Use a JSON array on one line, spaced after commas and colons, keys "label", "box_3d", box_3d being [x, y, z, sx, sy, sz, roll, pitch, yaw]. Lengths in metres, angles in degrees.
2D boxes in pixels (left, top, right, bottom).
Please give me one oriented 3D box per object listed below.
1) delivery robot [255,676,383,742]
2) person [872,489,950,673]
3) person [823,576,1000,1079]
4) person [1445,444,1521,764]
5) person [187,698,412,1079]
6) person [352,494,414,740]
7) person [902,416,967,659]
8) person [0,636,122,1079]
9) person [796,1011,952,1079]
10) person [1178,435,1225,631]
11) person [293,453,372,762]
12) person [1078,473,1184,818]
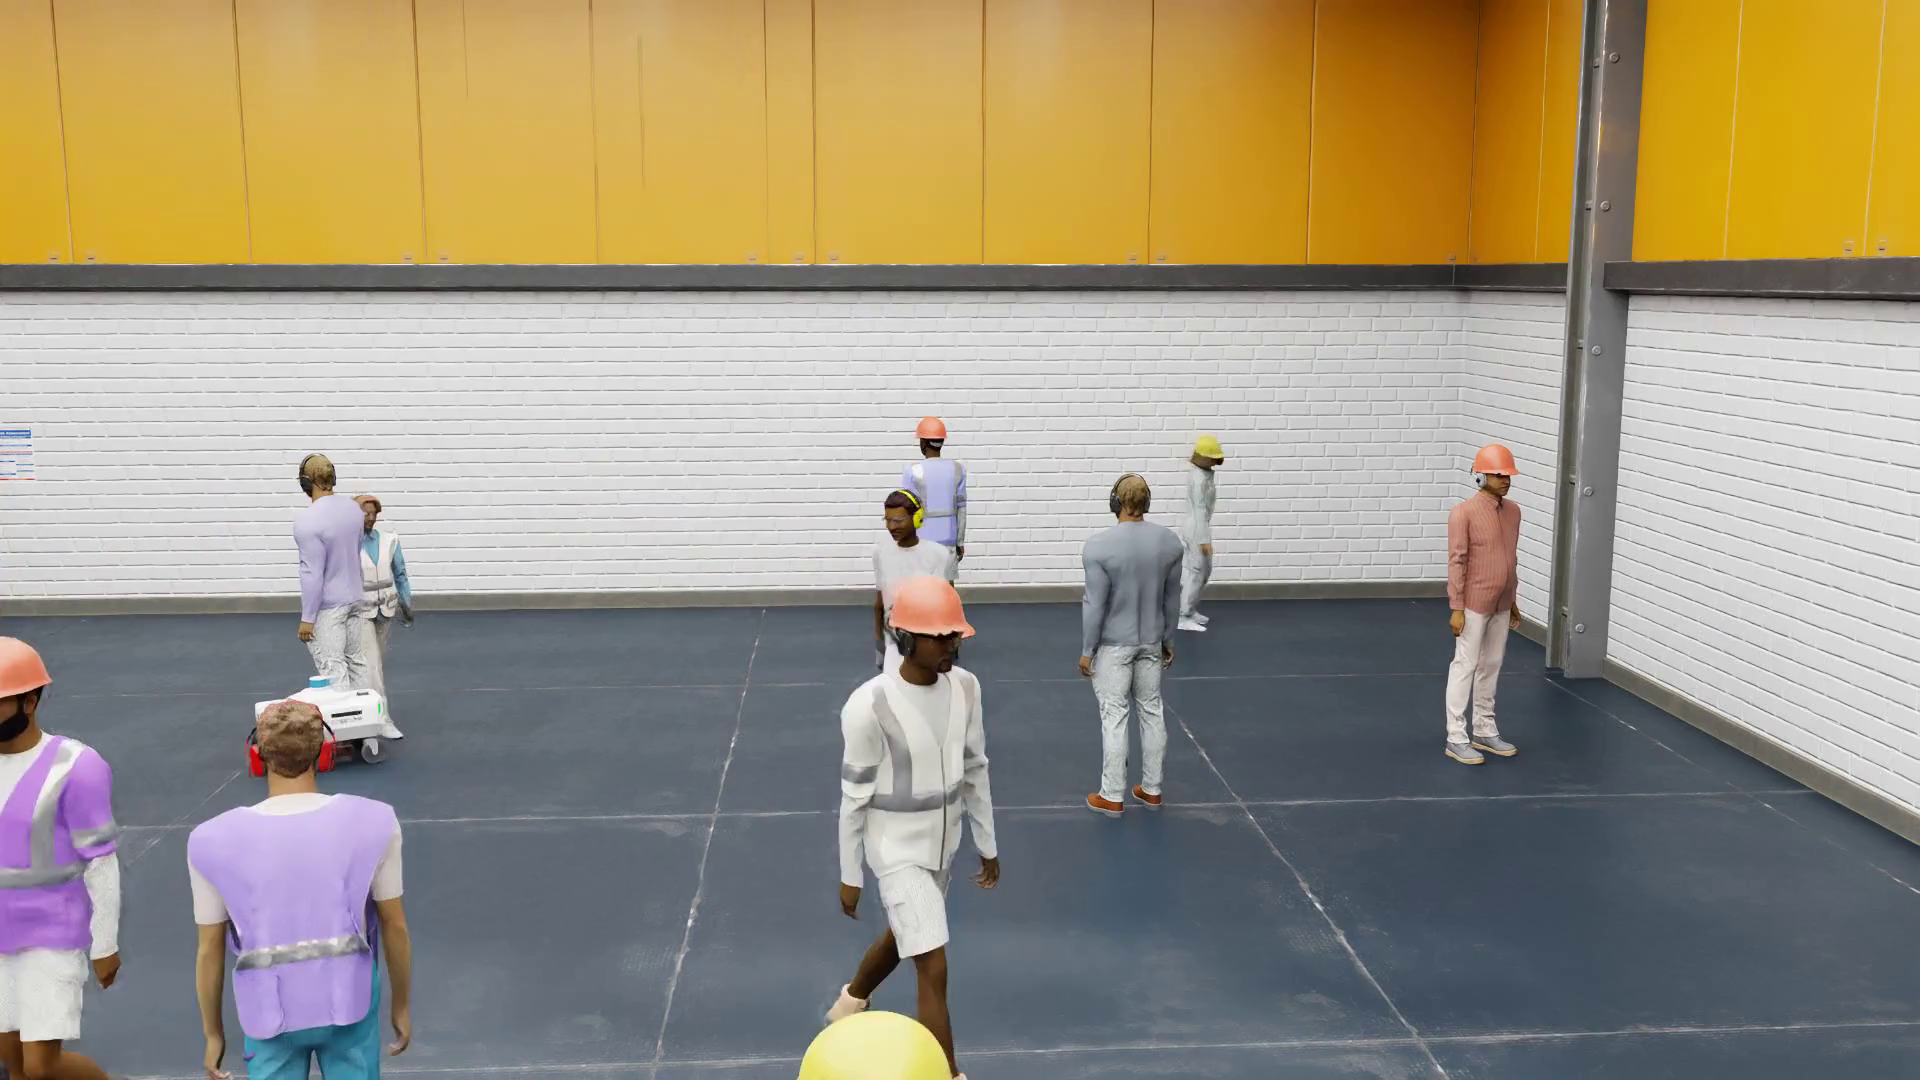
[{"label": "delivery robot", "box_3d": [-3.948, 1.084, 10.268, 0.707, 0.478, 0.477, -6, 11, -32]}, {"label": "person", "box_3d": [-0.305, 0.636, 9.377, 0.482, 1.831, 0.727, 3, 9, 15]}, {"label": "person", "box_3d": [-0.193, 1.090, 6.050, 1.060, 1.998, 0.628, 9, 12, 43]}, {"label": "person", "box_3d": [3.288, 0.391, 10.405, 0.622, 1.994, 0.381, -6, 11, -34]}, {"label": "person", "box_3d": [-1.878, 1.373, 4.780, 0.572, 1.826, 0.449, -4, 10, -22]}, {"label": "person", "box_3d": [-3.954, 0.480, 11.091, 0.839, 1.602, 0.524, 7, 12, 38]}, {"label": "person", "box_3d": [-0.219, -0.005, 13.077, 0.553, 1.934, 0.366, -4, 10, -26]}, {"label": "person", "box_3d": [-2.956, 1.243, 5.299, 0.548, 1.924, 0.442, 2, 9, 14]}, {"label": "person", "box_3d": [-0.196, 1.664, 2.702, 0.454, 1.903, 0.599, 2, 9, 14]}, {"label": "person", "box_3d": [2.043, -0.057, 14.122, 0.421, 1.699, 0.558, 2, 9, 13]}, {"label": "person", "box_3d": [-3.937, 0.422, 10.396, 0.378, 1.937, 0.628, 2, 9, 10]}, {"label": "person", "box_3d": [0.949, 0.587, 9.345, 0.635, 1.938, 0.359, -4, 10, -26]}]
